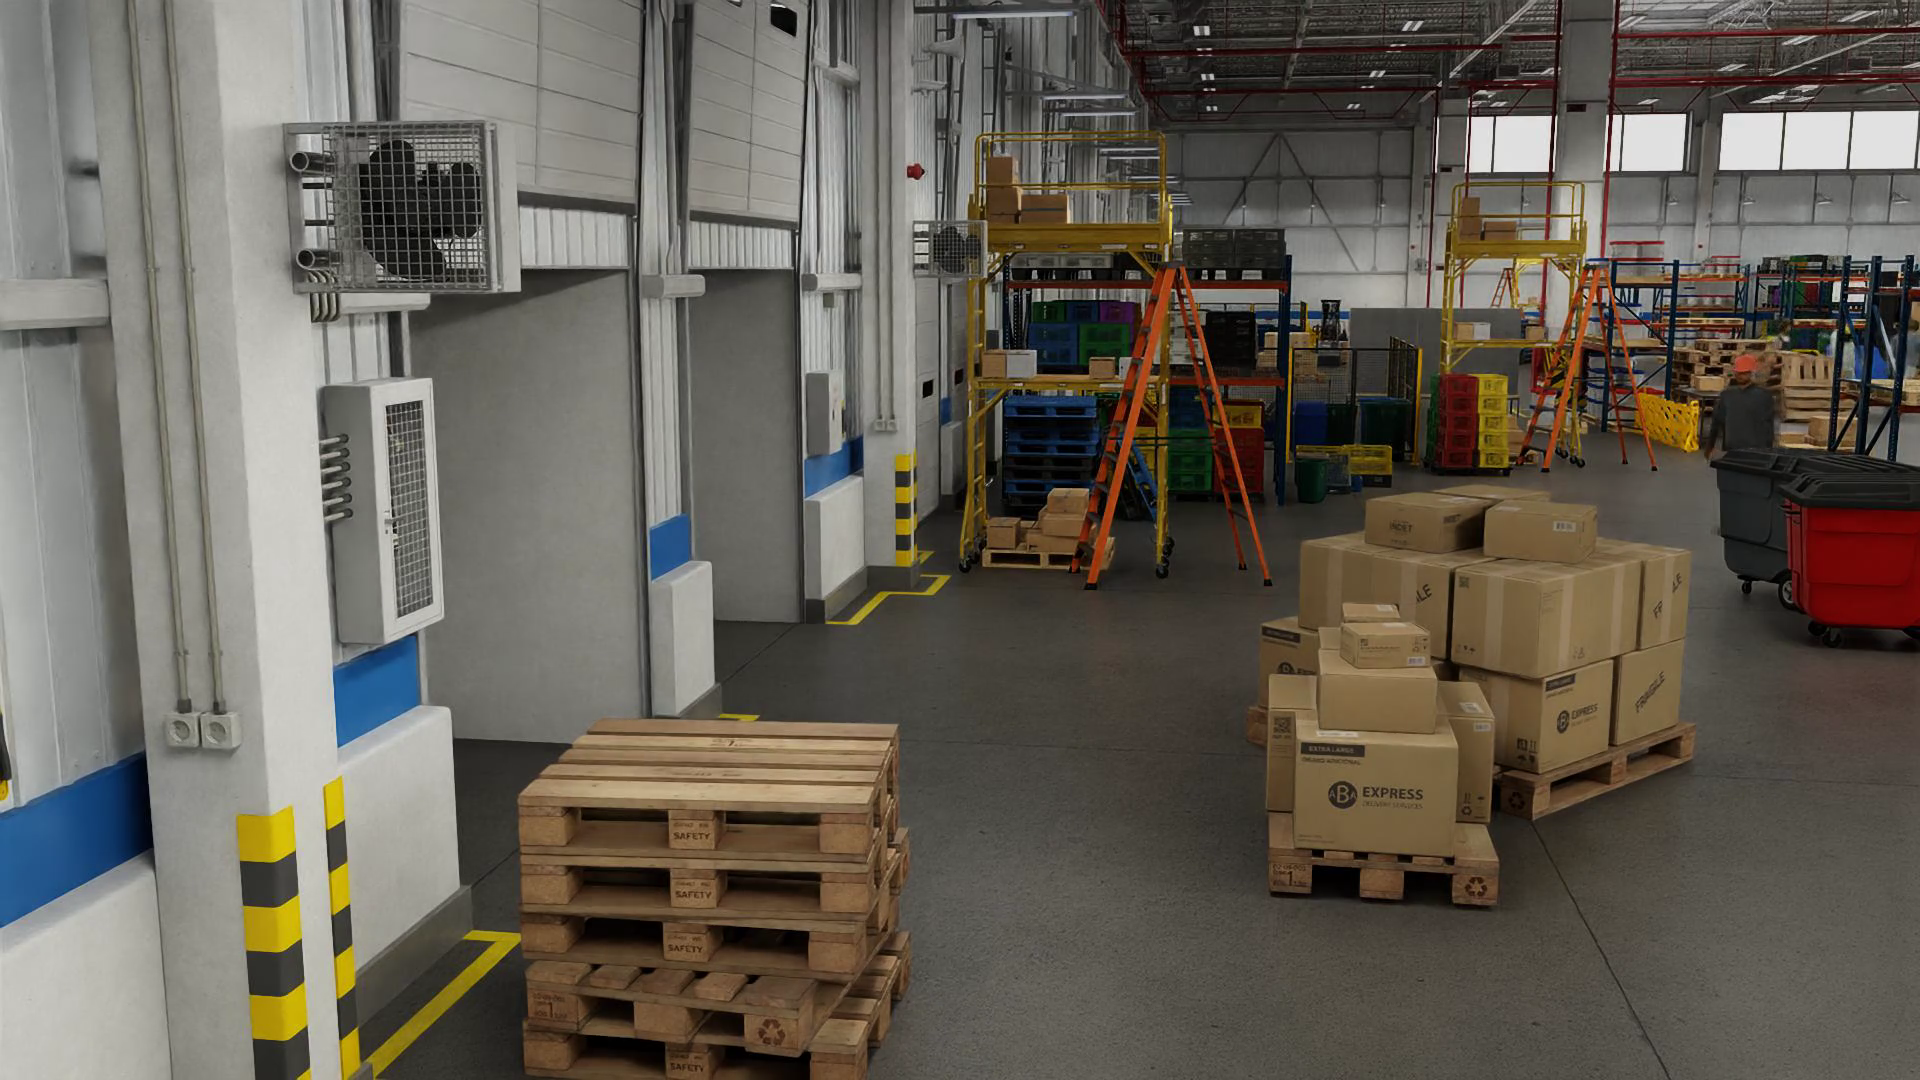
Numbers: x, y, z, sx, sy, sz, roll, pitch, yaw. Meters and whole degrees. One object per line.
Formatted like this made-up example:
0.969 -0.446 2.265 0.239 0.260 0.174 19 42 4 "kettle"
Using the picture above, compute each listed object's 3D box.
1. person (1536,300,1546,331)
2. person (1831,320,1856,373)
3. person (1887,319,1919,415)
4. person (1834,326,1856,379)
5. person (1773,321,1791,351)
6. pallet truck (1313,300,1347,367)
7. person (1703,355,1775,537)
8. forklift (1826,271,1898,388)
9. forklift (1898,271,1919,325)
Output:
18.595 -6.778 53.573 0.741 1.909 0.555 4 10 21 "person"
18.298 -3.653 34.344 0.655 1.888 0.804 -4 10 -22 "person"
18.694 -3.401 32.807 1.049 1.875 0.634 -8 12 -39 "person"
17.913 -3.462 33.643 0.515 1.732 0.344 -2 9 -14 "person"
17.096 -3.680 34.767 0.518 1.818 0.879 -6 11 -35 "person"
11.159 -6.200 49.718 0.823 1.965 1.885 4 10 26 "pallet truck"
8.245 -0.985 17.703 0.986 1.949 0.619 -5 10 -28 "person"
21.071 -4.771 38.191 1.873 2.768 1.129 1 9 9 "forklift"
27.108 -6.283 47.516 1.873 2.768 1.129 5 11 31 "forklift"
